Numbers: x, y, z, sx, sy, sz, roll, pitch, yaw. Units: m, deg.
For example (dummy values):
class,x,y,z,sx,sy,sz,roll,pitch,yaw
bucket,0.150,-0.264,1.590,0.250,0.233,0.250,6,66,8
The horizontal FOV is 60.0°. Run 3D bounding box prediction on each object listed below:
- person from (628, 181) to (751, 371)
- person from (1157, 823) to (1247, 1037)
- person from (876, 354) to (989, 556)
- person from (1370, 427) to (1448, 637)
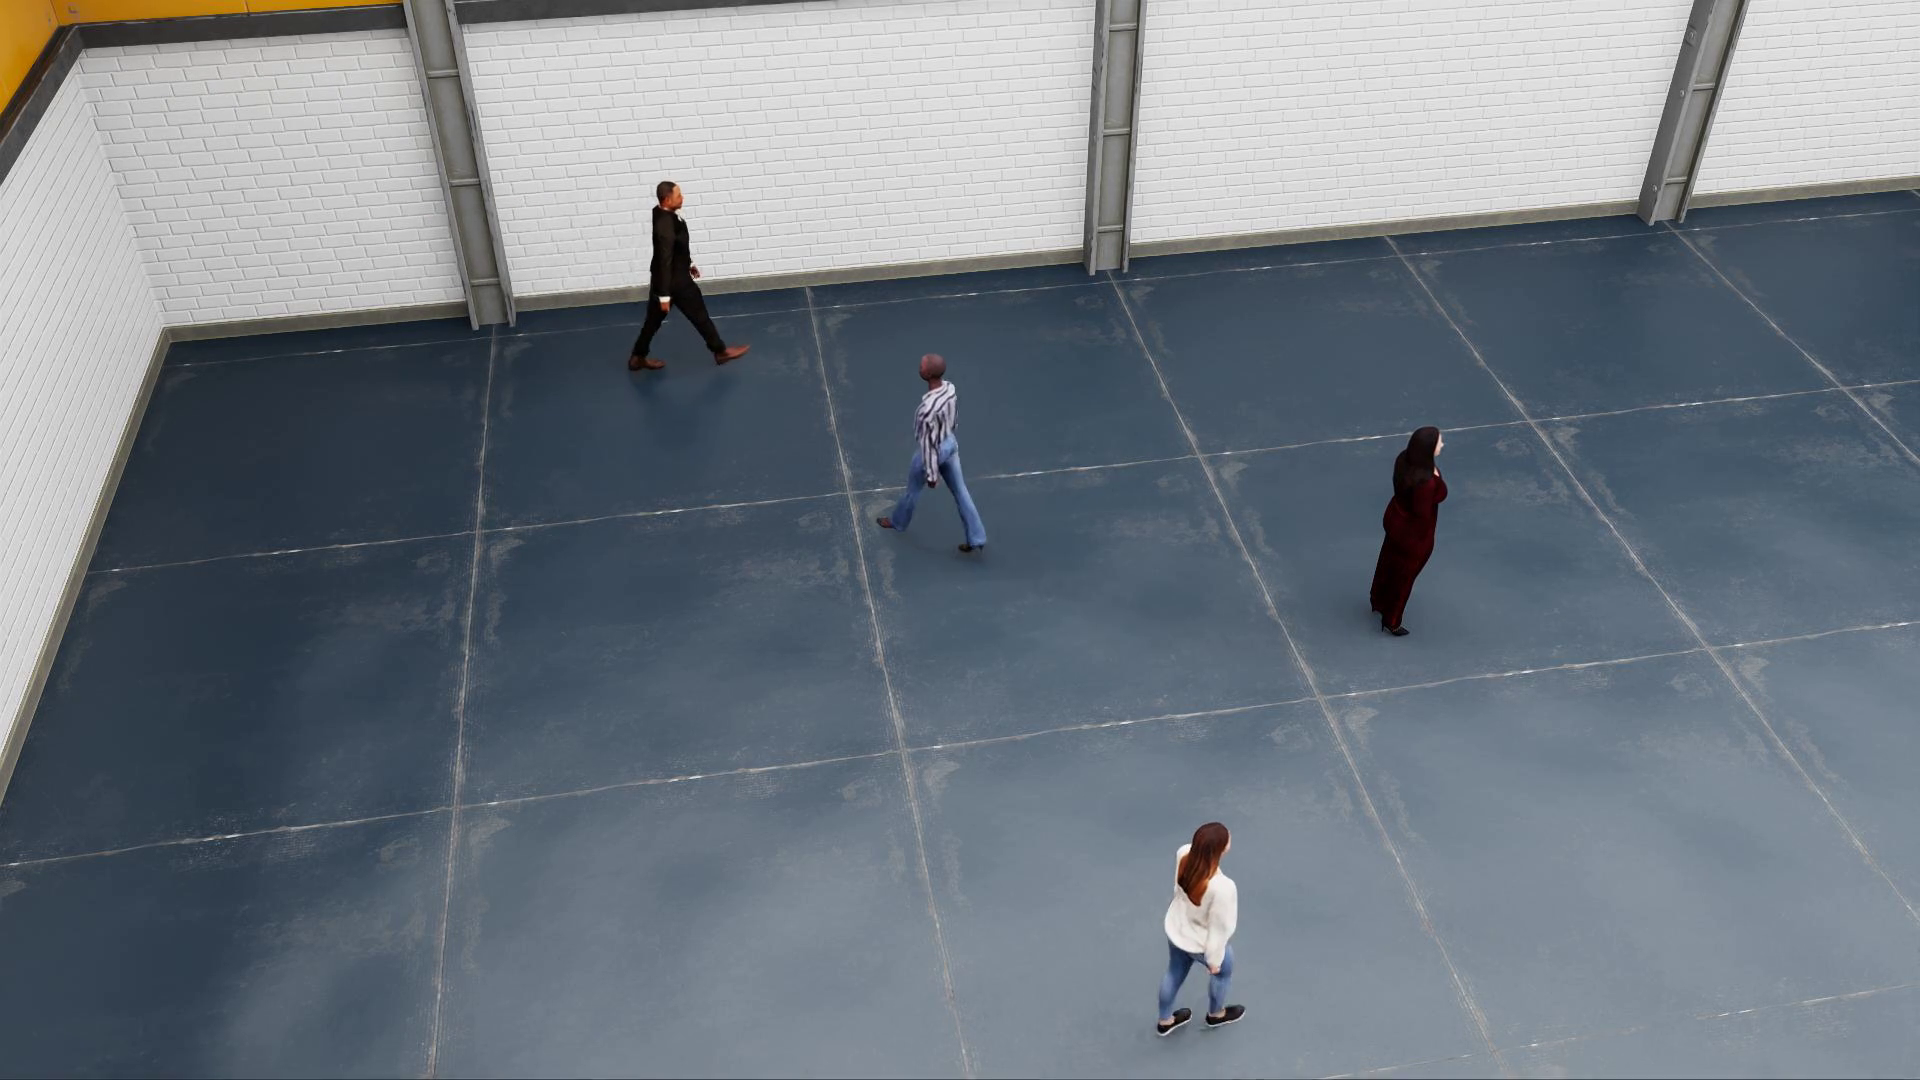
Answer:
class,x,y,z,sx,sy,sz,roll,pitch,yaw
person,-2.624,-2.252,14.596,1.363,1.843,0.803,-11,40,-14
person,1.246,2.200,9.154,0.851,1.677,0.767,-19,42,-22
person,-0.089,-0.589,12.602,1.272,1.732,1.117,17,42,21
person,3.208,-0.082,11.947,0.599,1.758,0.665,-4,39,-5
